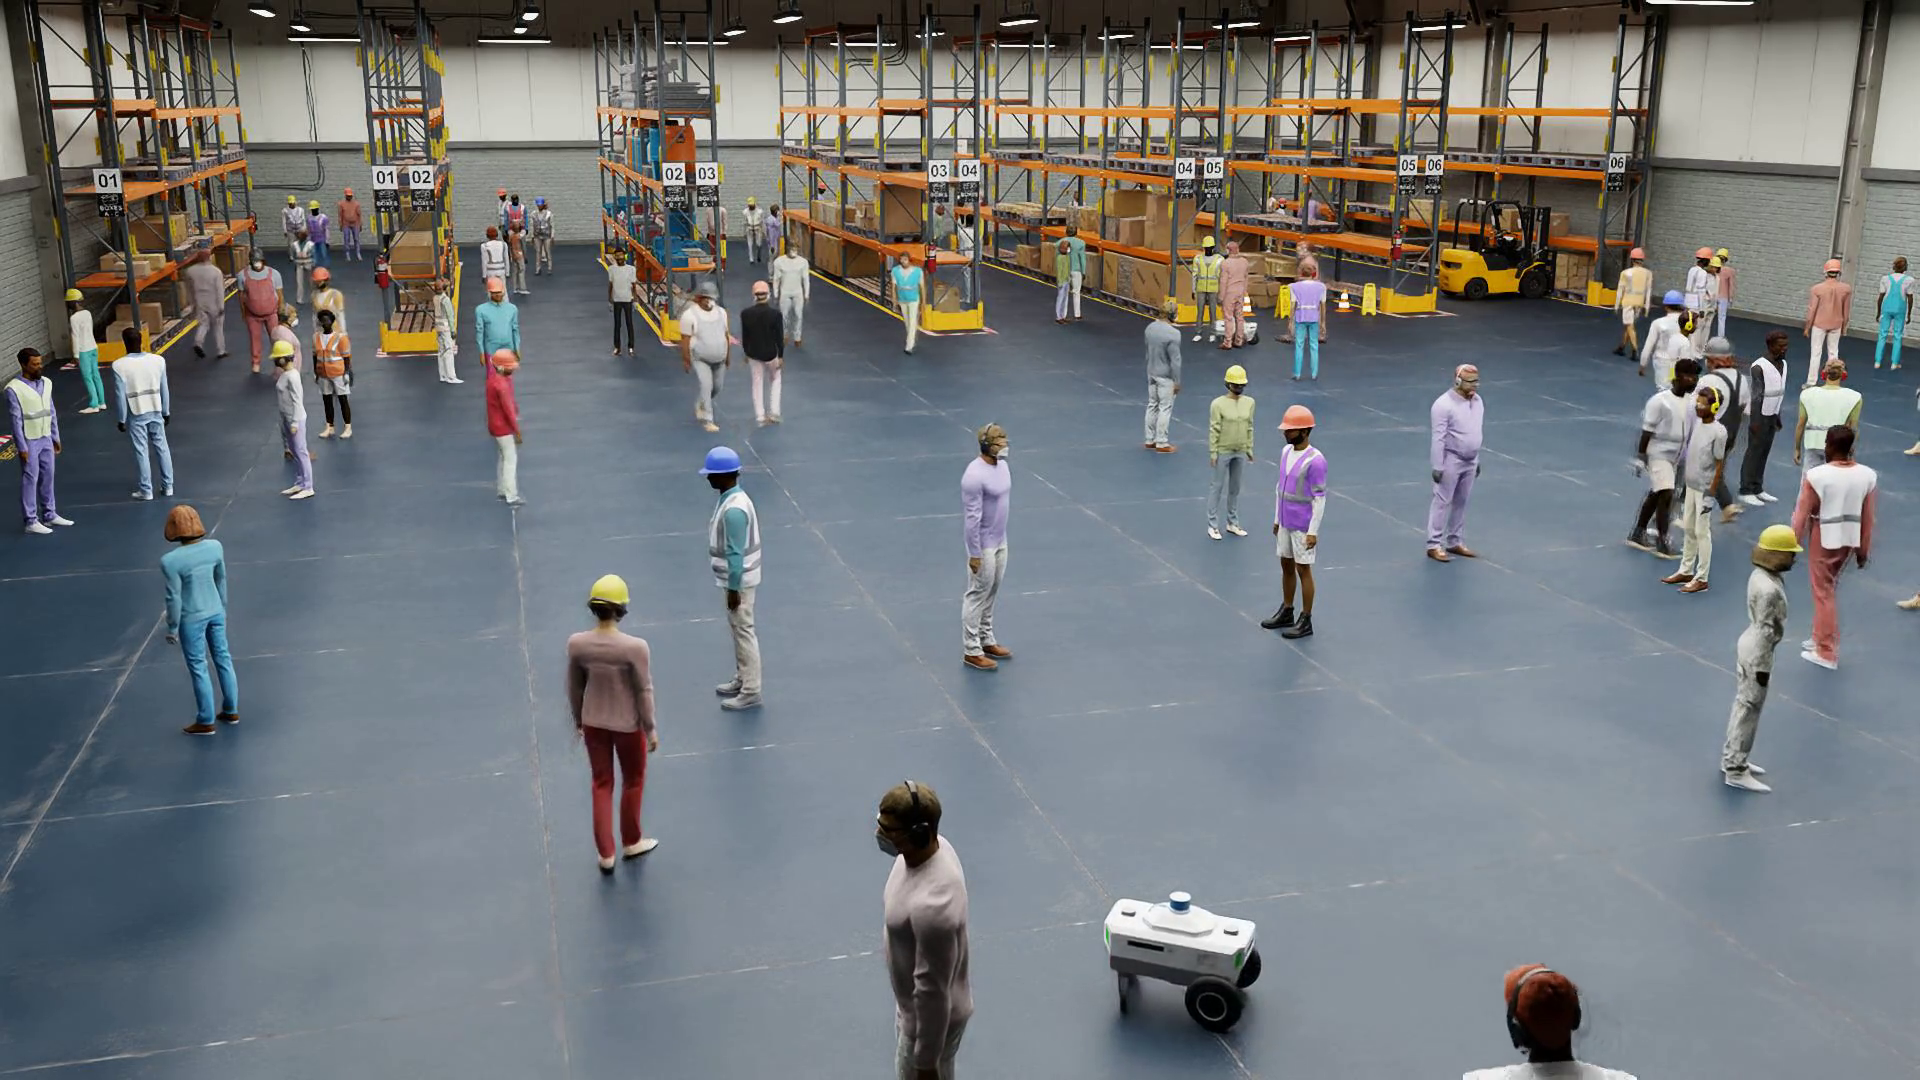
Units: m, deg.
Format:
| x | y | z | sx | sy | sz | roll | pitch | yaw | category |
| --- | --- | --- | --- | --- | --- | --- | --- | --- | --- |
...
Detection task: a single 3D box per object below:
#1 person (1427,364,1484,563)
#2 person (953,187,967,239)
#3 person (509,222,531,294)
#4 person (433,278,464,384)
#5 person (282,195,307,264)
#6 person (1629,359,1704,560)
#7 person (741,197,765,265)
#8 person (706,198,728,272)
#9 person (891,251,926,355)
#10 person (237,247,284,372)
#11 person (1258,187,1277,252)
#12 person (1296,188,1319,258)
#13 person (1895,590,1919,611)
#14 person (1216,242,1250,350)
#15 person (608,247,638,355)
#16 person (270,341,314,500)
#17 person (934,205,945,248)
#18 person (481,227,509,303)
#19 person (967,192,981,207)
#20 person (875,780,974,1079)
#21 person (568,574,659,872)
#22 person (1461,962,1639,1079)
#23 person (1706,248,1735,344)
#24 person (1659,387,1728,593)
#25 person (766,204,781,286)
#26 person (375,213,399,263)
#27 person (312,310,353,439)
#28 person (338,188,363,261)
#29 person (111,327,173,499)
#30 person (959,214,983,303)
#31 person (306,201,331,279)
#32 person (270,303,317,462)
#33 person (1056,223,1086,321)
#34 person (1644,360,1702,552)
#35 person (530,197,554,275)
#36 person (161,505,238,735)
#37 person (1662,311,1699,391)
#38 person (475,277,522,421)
| x | y | z | sx | sy | sz | roll | pitch | yaw | category |
| --- | --- | --- | --- | --- | --- | --- | --- | --- | --- |
| 4.798 | -0.746 | 16.004 | 0.652 | 1.904 | 0.403 | -10 | 18 | -33 | person |
| 0.019 | -9.470 | 48.965 | 0.429 | 1.839 | 0.623 | -4 | 15 | -15 | person |
| -10.034 | -6.414 | 37.858 | 0.517 | 1.633 | 0.310 | 10 | 18 | 34 | person |
| -8.035 | -3.264 | 25.980 | 0.307 | 1.645 | 0.514 | -14 | 20 | -41 | person |
| -17.930 | -8.365 | 44.839 | 0.593 | 1.821 | 0.404 | -8 | 17 | -28 | person |
| 6.921 | -0.782 | 16.090 | 0.640 | 1.926 | 0.873 | -8 | 17 | -27 | person |
| -5.523 | -8.246 | 44.392 | 0.615 | 1.814 | 0.428 | -2 | 15 | -6 | person |
| -6.256 | -7.877 | 42.682 | 0.611 | 1.987 | 0.392 | 7 | 16 | 24 | person |
| -0.901 | -4.132 | 28.983 | 0.573 | 1.782 | 0.970 | 4 | 15 | 15 | person |
| -11.343 | -3.744 | 27.027 | 0.685 | 2.000 | 0.535 | -5 | 16 | -19 | person |
| 8.810 | -9.216 | 47.833 | 0.362 | 1.928 | 0.587 | -14 | 20 | -42 | person |
| 9.428 | -8.573 | 45.269 | 0.713 | 1.997 | 0.710 | -2 | 15 | -8 | person |
| 8.556 | -0.151 | 14.205 | 0.723 | 1.674 | 0.536 | 5 | 16 | 17 | person |
| 4.807 | -4.328 | 29.492 | 0.640 | 1.904 | 0.401 | -10 | 18 | -33 | person |
| -5.843 | -4.133 | 28.814 | 0.521 | 1.874 | 0.328 | 0 | 15 | -1 | person |
| -7.440 | -1.340 | 18.505 | 0.308 | 1.769 | 0.524 | -10 | 18 | -33 | person |
| -0.539 | -8.015 | 43.901 | 0.288 | 1.627 | 0.497 | -3 | 15 | -10 | person |
| -9.268 | -5.306 | 33.203 | 0.585 | 1.882 | 0.337 | -12 | 19 | -39 | person |
| 0.427 | -10.360 | 52.366 | 0.431 | 1.818 | 0.656 | 9 | 18 | 31 | person |
| -0.132 | 1.813 | 6.333 | 0.365 | 1.933 | 0.629 | -1 | 15 | -4 | person |
| -1.981 | 1.044 | 9.566 | 0.555 | 1.756 | 0.475 | 4 | 15 | 15 | person |
| 1.800 | 2.182 | 5.122 | 0.595 | 1.828 | 0.921 | 0 | 15 | -1 | person |
| 13.521 | -4.314 | 29.699 | 0.532 | 1.767 | 0.328 | 7 | 16 | 24 | person |
| 6.646 | -0.457 | 14.980 | 0.328 | 1.875 | 0.513 | -2 | 15 | -6 | person |
| -4.405 | -6.994 | 39.450 | 0.353 | 1.937 | 0.635 | 1 | 15 | 5 | person |
| -14.638 | -7.850 | 42.623 | 0.652 | 1.955 | 0.933 | -3 | 15 | -13 | person |
| -8.216 | -2.165 | 21.743 | 0.541 | 1.696 | 0.315 | 3 | 15 | 12 | person |
| -16.688 | -8.640 | 45.558 | 0.613 | 1.986 | 0.408 | -8 | 17 | -28 | person |
| -9.057 | -1.405 | 18.460 | 0.391 | 1.918 | 0.593 | 11 | 19 | 36 | person |
| 0.230 | -6.141 | 36.278 | 0.593 | 1.920 | 0.391 | -9 | 17 | -30 | person |
| -15.803 | -7.383 | 40.967 | 0.589 | 1.916 | 0.405 | 4 | 15 | 13 | person |
| -8.218 | -1.932 | 20.413 | 0.372 | 1.934 | 0.627 | -9 | 17 | -31 | person |
| 2.219 | -5.348 | 33.257 | 0.627 | 1.941 | 0.371 | 5 | 16 | 17 | person |
| 7.149 | -0.838 | 16.427 | 0.576 | 1.877 | 0.936 | -6 | 16 | -22 | person |
| -10.517 | -7.644 | 41.886 | 0.602 | 1.943 | 0.399 | 0 | 15 | -1 | person |
| -5.325 | 0.555 | 11.625 | 0.280 | 1.634 | 0.498 | 7 | 16 | 24 | person |
| 8.762 | -1.873 | 20.345 | 0.340 | 1.859 | 0.512 | 2 | 15 | 8 | person |
| -6.313 | -2.597 | 22.797 | 0.613 | 1.994 | 0.382 | -11 | 18 | -35 | person |
